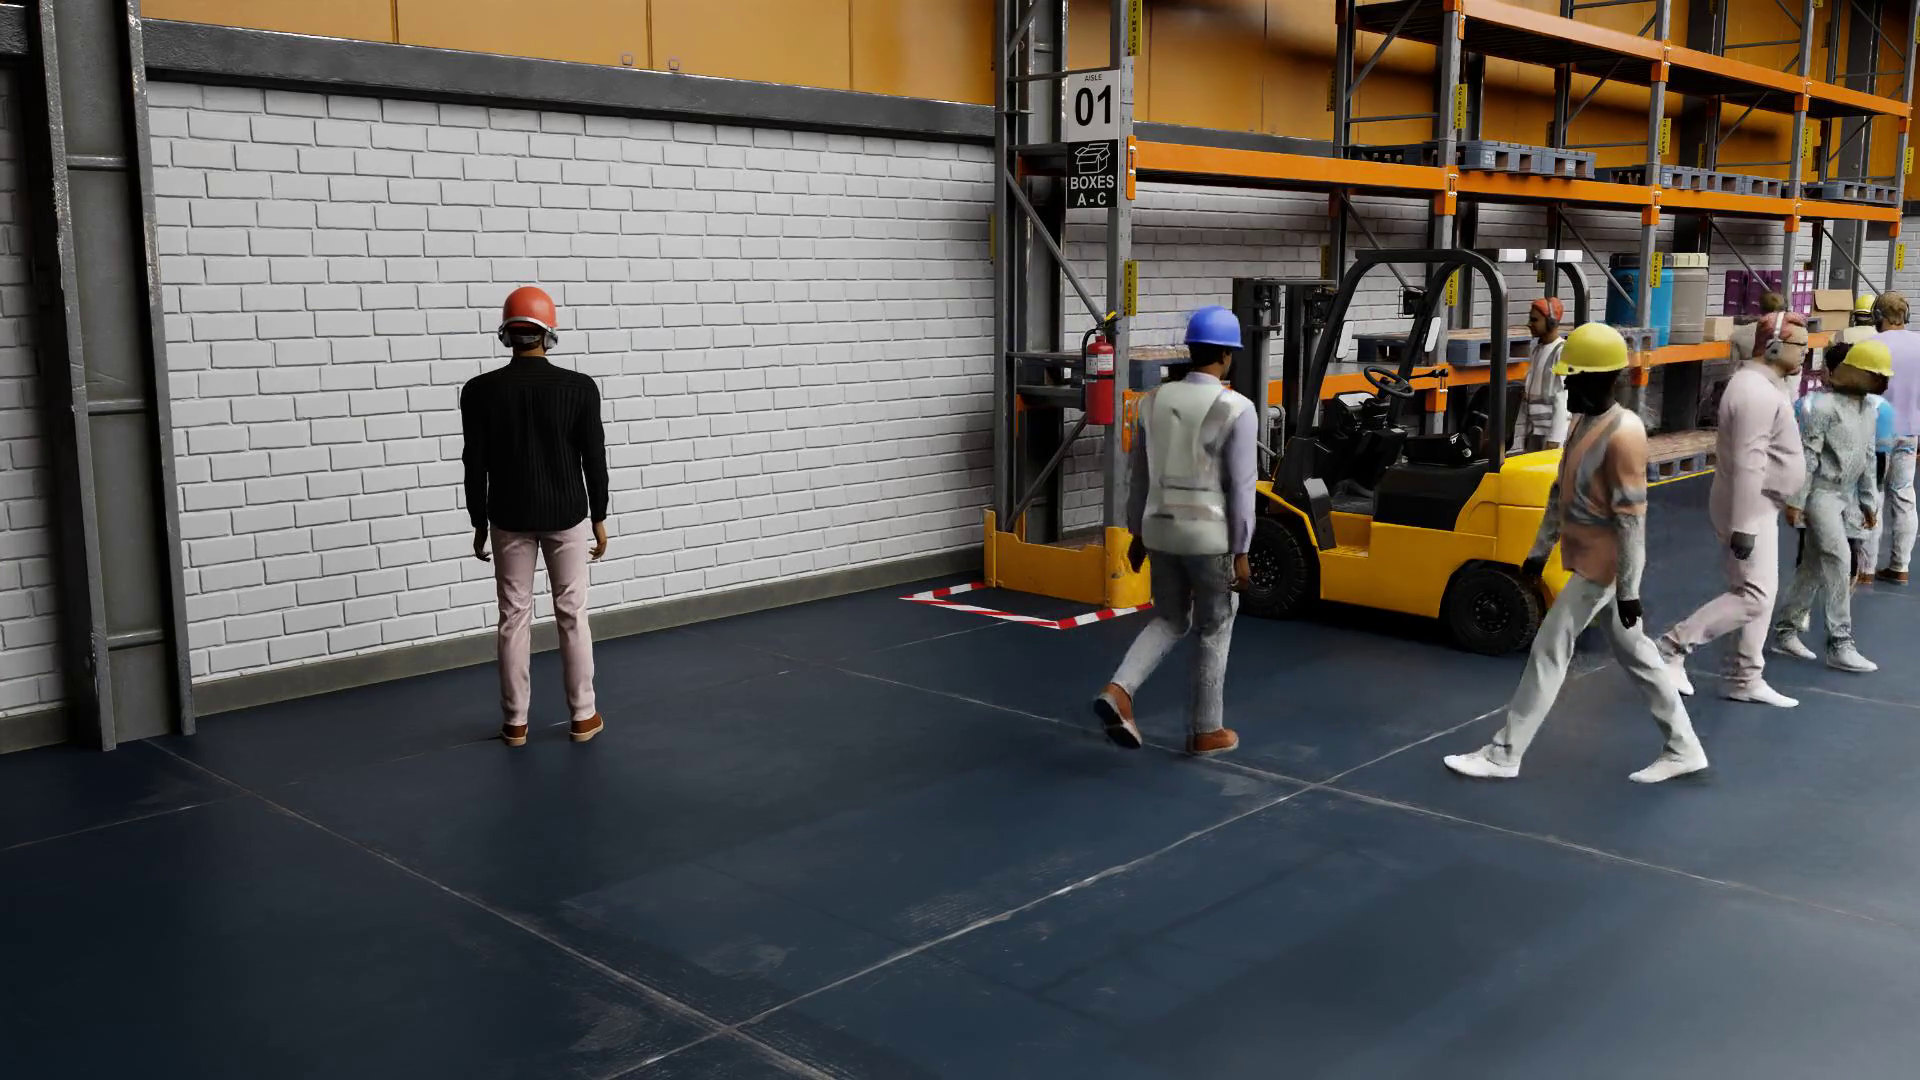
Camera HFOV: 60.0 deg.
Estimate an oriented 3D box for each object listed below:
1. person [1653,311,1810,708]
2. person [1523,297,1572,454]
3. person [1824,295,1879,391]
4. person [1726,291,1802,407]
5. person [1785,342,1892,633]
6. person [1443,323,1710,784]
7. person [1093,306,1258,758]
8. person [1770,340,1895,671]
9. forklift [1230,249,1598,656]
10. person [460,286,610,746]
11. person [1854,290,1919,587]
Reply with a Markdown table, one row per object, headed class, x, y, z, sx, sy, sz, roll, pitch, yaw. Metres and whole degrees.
| class | x | y | z | sx | sy | sz | roll | pitch | yaw |
| --- | --- | --- | --- | --- | --- | --- | --- | --- | --- |
| person | 3.636 | -0.131 | 7.805 | 0.601 | 1.884 | 0.686 | 4 | 10 | 23 |
| person | 4.110 | -0.752 | 11.632 | 0.352 | 1.878 | 0.579 | 0 | 9 | -3 |
| person | 8.326 | -1.346 | 15.396 | 0.588 | 1.834 | 0.403 | 6 | 11 | 32 |
| person | 7.012 | -1.236 | 14.617 | 0.637 | 1.899 | 0.967 | 9 | 13 | 43 |
| person | 5.059 | -0.316 | 9.574 | 0.548 | 1.667 | 0.641 | 8 | 12 | 40 |
| person | 2.530 | 0.077 | 6.589 | 1.031 | 1.870 | 0.593 | 2 | 9 | 12 |
| person | 0.921 | -0.010 | 6.937 | 0.687 | 1.922 | 0.629 | -8 | 12 | -42 |
| person | 4.609 | -0.181 | 8.640 | 0.516 | 1.695 | 0.766 | -6 | 11 | -32 |
| forklift | 2.710 | -0.584 | 9.626 | 2.313 | 2.155 | 1.214 | 9 | 13 | 43 |
| person | -1.834 | -0.095 | 7.236 | 0.611 | 1.995 | 0.375 | -2 | 9 | -11 |
| person | 6.022 | -0.651 | 10.840 | 0.627 | 1.933 | 0.372 | -1 | 9 | -8 |
